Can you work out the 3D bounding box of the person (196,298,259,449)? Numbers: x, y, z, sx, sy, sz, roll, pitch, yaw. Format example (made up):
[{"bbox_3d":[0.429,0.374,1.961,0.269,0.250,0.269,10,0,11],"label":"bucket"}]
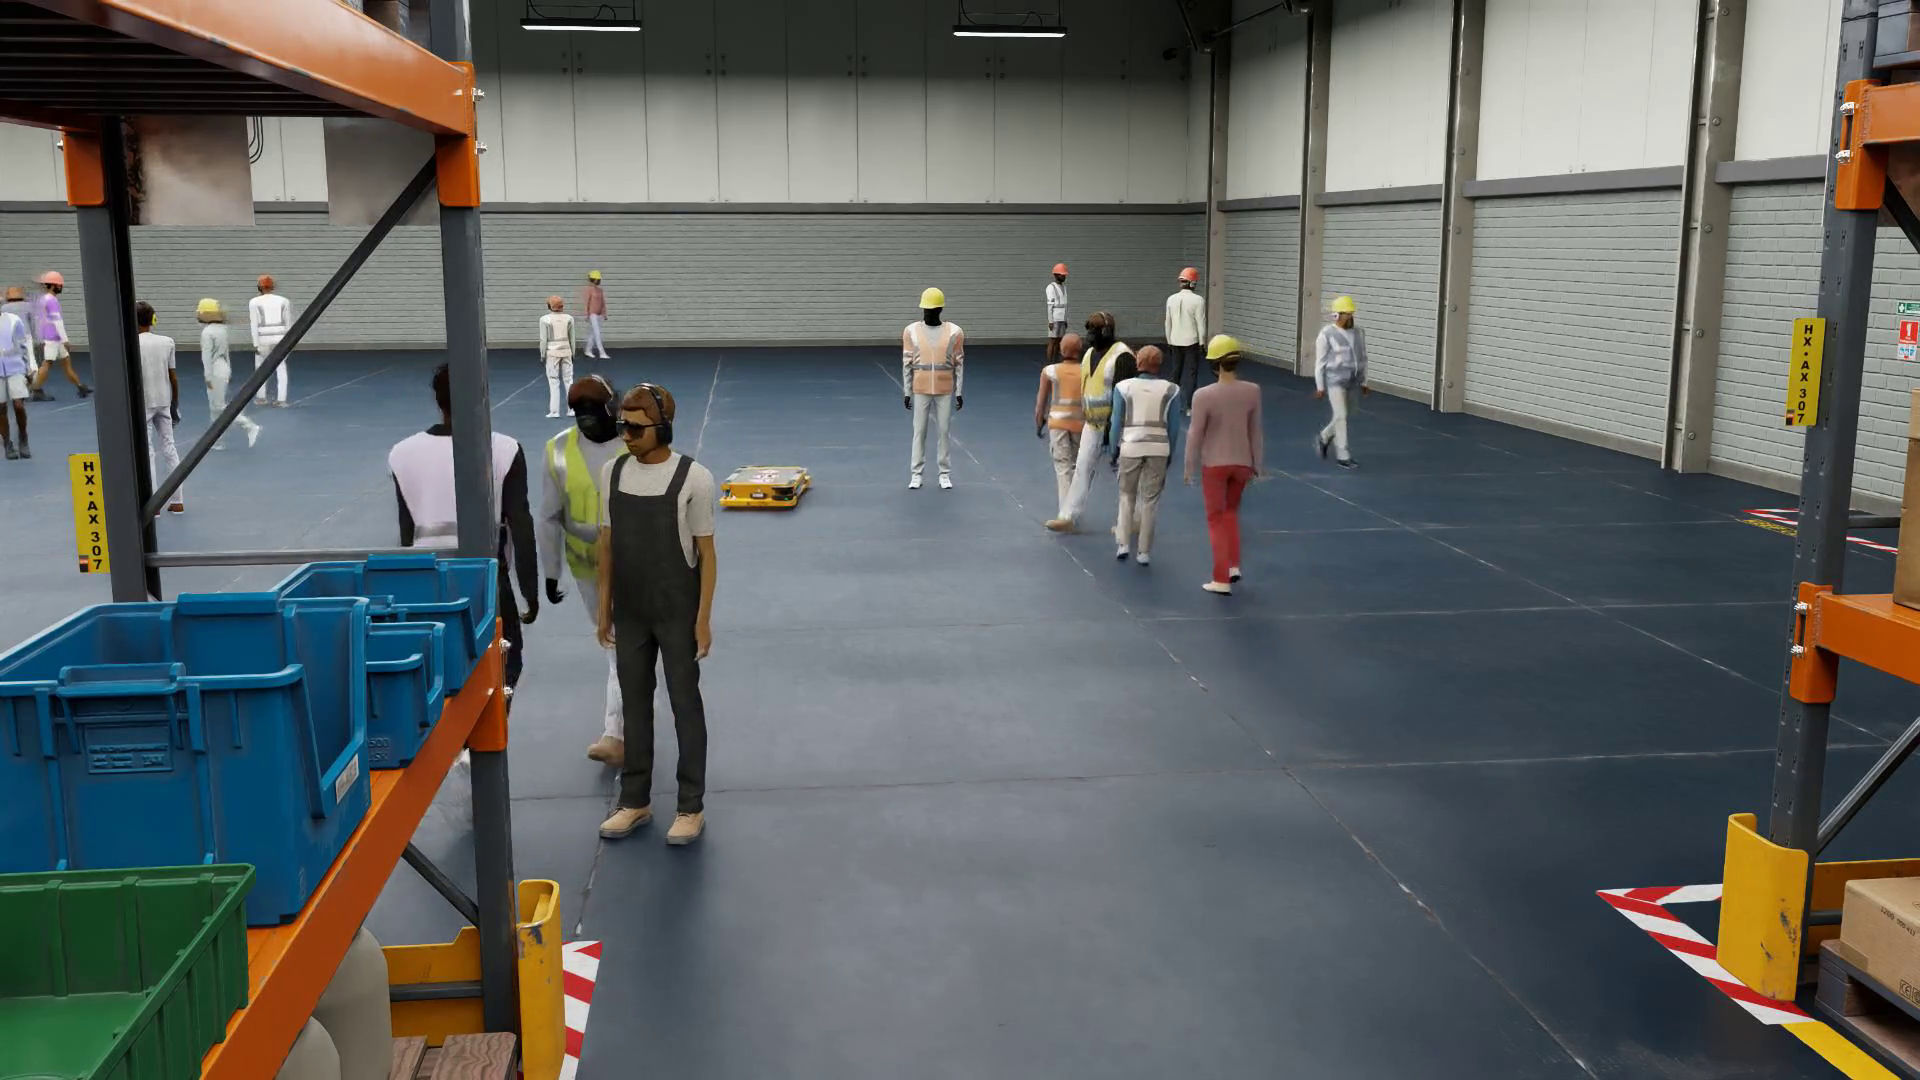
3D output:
[{"bbox_3d":[-8.293,-1.860,18.742,0.683,1.728,0.495,0,10,-2],"label":"person"}]

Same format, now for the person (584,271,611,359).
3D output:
[{"bbox_3d":[-7.230,-4.470,33.009,0.740,1.739,0.541,5,11,24],"label":"person"}]

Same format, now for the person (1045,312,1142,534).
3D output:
[{"bbox_3d":[1.110,-0.913,13.330,0.899,1.797,0.640,-7,12,-34],"label":"person"}]

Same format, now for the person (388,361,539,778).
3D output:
[{"bbox_3d":[-2.109,0.188,7.067,0.610,1.895,0.574,1,10,3],"label":"person"}]

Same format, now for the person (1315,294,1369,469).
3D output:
[{"bbox_3d":[3.993,-1.679,17.511,0.596,1.814,0.759,-6,12,-28],"label":"person"}]

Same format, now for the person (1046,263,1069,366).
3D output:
[{"bbox_3d":[1.745,-3.892,29.290,0.375,1.935,0.550,7,12,33],"label":"person"}]

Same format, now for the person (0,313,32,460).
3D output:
[{"bbox_3d":[-10.295,-1.778,17.869,0.576,1.883,0.630,-6,12,-30],"label":"person"}]

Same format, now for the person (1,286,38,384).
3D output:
[{"bbox_3d":[-15.382,-3.356,27.241,0.496,1.605,0.763,-9,14,-40],"label":"person"}]

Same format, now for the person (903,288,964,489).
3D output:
[{"bbox_3d":[-0.252,-1.443,15.903,0.589,1.924,0.383,0,10,-1],"label":"person"}]

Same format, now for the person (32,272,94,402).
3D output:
[{"bbox_3d":[-13.242,-2.986,24.468,0.977,1.880,0.580,-7,13,-35],"label":"person"}]

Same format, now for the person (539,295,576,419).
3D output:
[{"bbox_3d":[-5.347,-2.434,22.117,0.523,1.638,0.310,-9,14,-41],"label":"person"}]

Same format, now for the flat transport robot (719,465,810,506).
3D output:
[{"bbox_3d":[-1.780,-0.503,15.284,0.652,0.197,1.431,0,10,1],"label":"flat transport robot"}]

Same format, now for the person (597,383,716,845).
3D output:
[{"bbox_3d":[-1.209,0.295,6.608,0.507,1.840,0.344,3,11,17],"label":"person"}]

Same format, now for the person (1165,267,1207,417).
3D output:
[{"bbox_3d":[3.056,-2.659,22.377,0.622,1.992,0.396,9,14,41],"label":"person"}]

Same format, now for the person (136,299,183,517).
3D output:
[{"bbox_3d":[-6.975,-1.125,14.312,0.328,1.871,0.518,8,13,37],"label":"person"}]

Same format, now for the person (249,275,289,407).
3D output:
[{"bbox_3d":[-9.859,-2.831,23.705,0.580,1.860,0.780,-9,14,-42],"label":"person"}]

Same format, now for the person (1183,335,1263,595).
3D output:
[{"bbox_3d":[1.766,-0.509,11.265,0.547,1.749,0.482,-4,11,-22],"label":"person"}]

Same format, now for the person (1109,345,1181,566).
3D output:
[{"bbox_3d":[1.360,-0.626,12.280,0.512,1.618,0.481,1,10,7],"label":"person"}]

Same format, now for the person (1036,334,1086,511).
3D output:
[{"bbox_3d":[0.913,-0.935,14.041,0.524,1.595,0.845,-1,10,-6],"label":"person"}]

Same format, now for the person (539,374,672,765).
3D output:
[{"bbox_3d":[-1.626,0.111,7.797,0.650,1.780,0.997,1,10,6],"label":"person"}]
